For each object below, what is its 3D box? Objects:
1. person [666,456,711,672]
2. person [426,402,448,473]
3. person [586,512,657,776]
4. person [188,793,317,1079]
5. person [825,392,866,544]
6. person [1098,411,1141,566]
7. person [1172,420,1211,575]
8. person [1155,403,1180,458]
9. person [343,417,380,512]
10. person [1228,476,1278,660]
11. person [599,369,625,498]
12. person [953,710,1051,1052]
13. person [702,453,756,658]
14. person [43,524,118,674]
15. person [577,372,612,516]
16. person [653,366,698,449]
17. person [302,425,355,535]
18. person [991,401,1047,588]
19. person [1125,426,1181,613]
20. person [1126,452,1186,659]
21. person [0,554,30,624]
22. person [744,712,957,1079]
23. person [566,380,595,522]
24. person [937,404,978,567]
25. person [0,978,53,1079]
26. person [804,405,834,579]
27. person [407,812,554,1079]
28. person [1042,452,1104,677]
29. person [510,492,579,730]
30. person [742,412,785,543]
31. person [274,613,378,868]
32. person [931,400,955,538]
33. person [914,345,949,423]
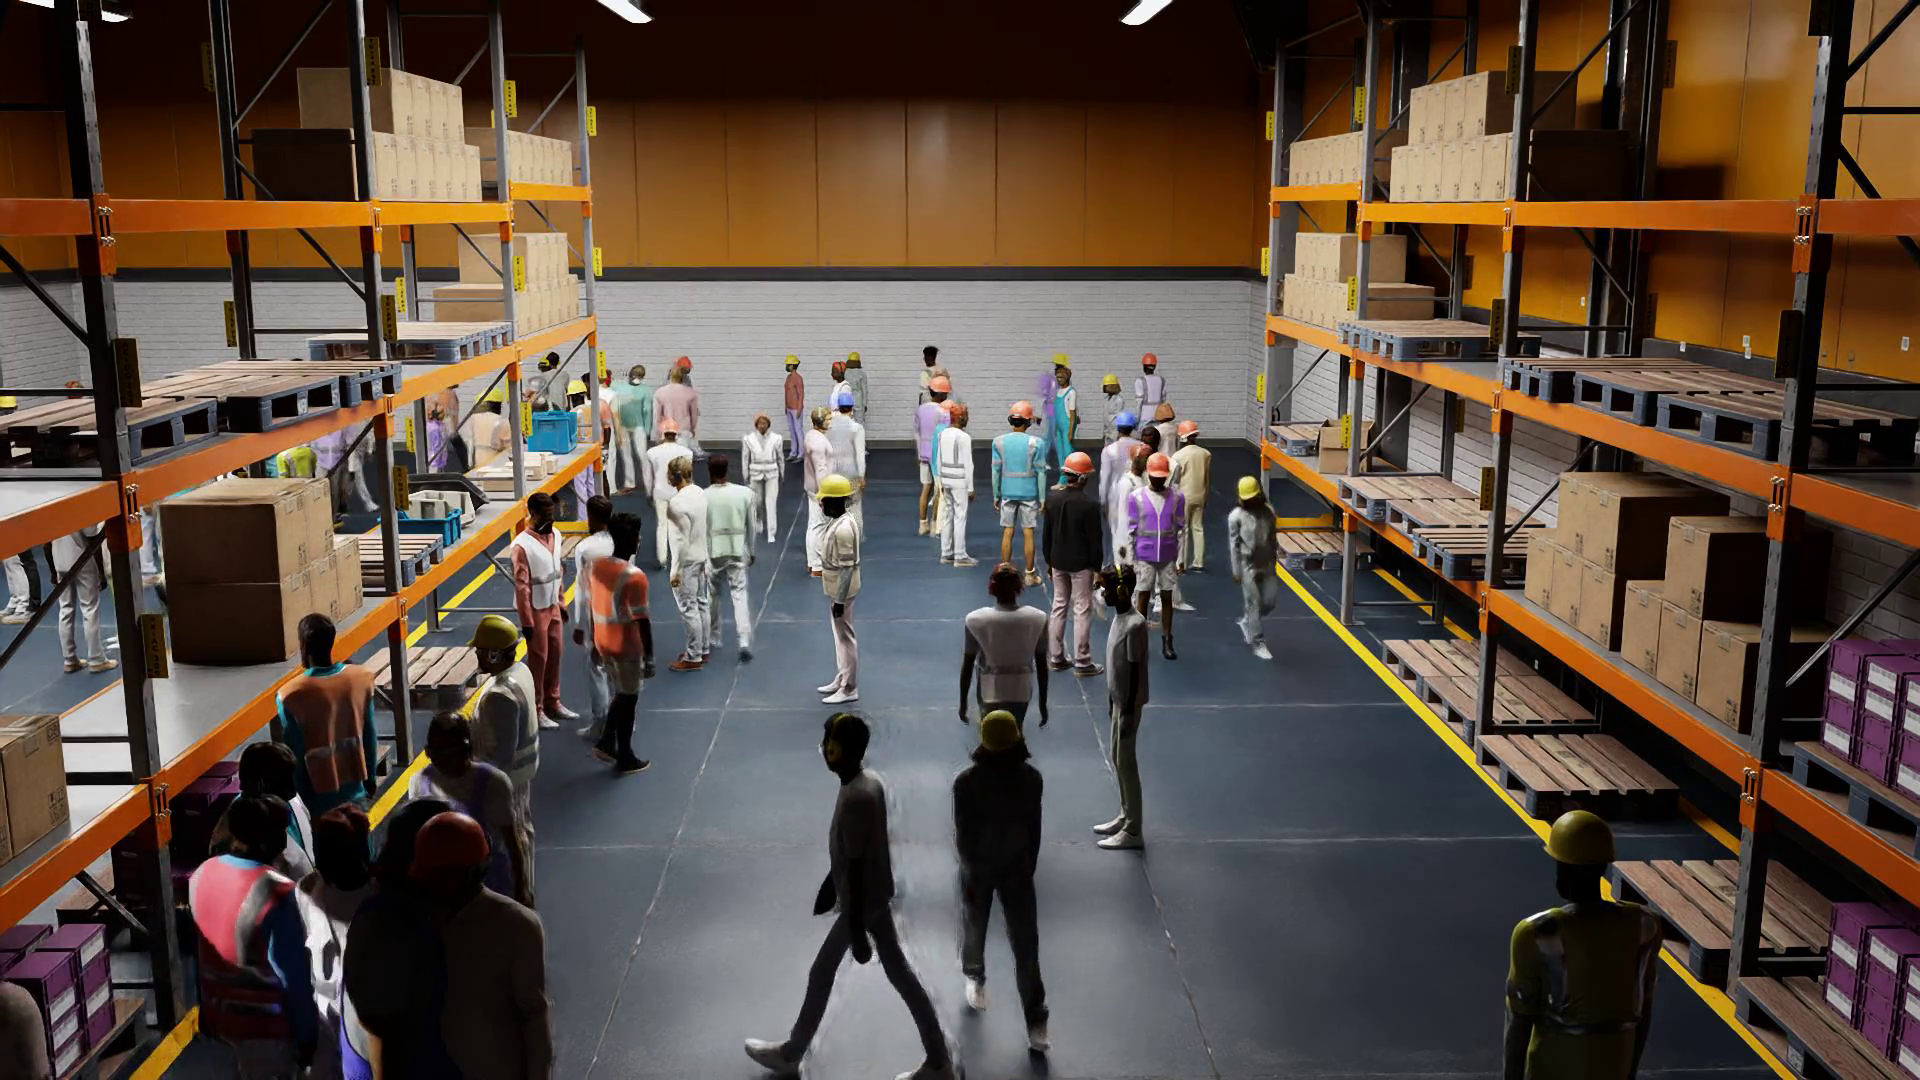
[{"bbox_3d":[-2.431,0.210,14.840,0.355,1.936,0.635,2,11,10],"label":"person"},{"bbox_3d":[-6.769,-0.968,21.525,0.317,1.631,0.524,-5,12,-22],"label":"person"},{"bbox_3d":[-2.431,0.756,12.058,0.643,1.950,0.419,11,16,43],"label":"person"},{"bbox_3d":[-2.874,1.919,6.626,0.670,1.809,0.799,8,14,35],"label":"person"},{"bbox_3d":[-1.455,-0.823,20.149,0.652,1.900,0.947,5,12,24],"label":"person"},{"bbox_3d":[1.795,-0.447,18.166,0.629,1.921,0.457,-4,12,-19],"label":"person"},{"bbox_3d":[2.565,-0.482,18.800,0.567,1.744,0.352,-7,14,-33],"label":"person"},{"bbox_3d":[2.651,-0.958,21.487,0.504,1.626,0.280,-10,15,-41],"label":"person"},{"bbox_3d":[-8.275,-1.232,22.746,0.930,1.669,0.483,8,14,36],"label":"person"},{"bbox_3d":[2.673,0.234,15.274,0.516,1.705,0.446,-4,12,-21],"label":"person"},{"bbox_3d":[-5.091,-1.517,23.751,0.573,1.838,0.386,7,13,31],"label":"person"},{"bbox_3d":[0.202,1.652,8.267,0.474,1.680,0.904,-2,12,-11],"label":"person"},{"bbox_3d":[-2.164,0.132,15.390,0.600,1.883,0.951,-3,12,-16],"label":"person"},{"bbox_3d":[-7.816,0.278,14.727,0.519,1.844,0.331,1,11,6],"label":"person"},{"bbox_3d":[-4.876,-1.255,22.107,0.614,1.965,0.361,9,15,40],"label":"person"},{"bbox_3d":[-4.068,-1.543,23.823,0.629,1.871,1.095,-1,11,-6],"label":"person"},{"bbox_3d":[-7.840,-0.909,20.653,0.655,1.854,0.978,-6,13,-29],"label":"person"},{"bbox_3d":[0.653,-0.496,18.111,0.615,2.043,0.373,3,12,17],"label":"person"},{"bbox_3d":[1.955,-0.217,17.029,0.595,1.917,0.373,6,13,26],"label":"person"},{"bbox_3d":[1.793,0.147,15.192,0.549,1.927,0.393,-1,11,-3],"label":"person"},{"bbox_3d":[-9.504,-0.111,16.575,0.355,1.887,0.573,-9,15,-39],"label":"person"},{"bbox_3d":[-0.486,1.695,7.758,1.054,1.802,0.498,3,12,15],"label":"person"},{"bbox_3d":[-4.888,-1.104,21.493,0.391,1.915,0.593,4,12,18],"label":"person"},{"bbox_3d":[-0.037,-0.636,19.214,0.337,1.882,0.584,-8,14,-36],"label":"person"},{"bbox_3d":[-3.249,2.025,5.477,0.714,2.000,0.536,1,11,4],"label":"person"},{"bbox_3d":[-1.565,-0.537,18.583,0.355,1.937,0.636,-2,12,-11],"label":"person"},{"bbox_3d":[-1.779,1.934,6.090,0.637,1.986,0.414,4,12,18],"label":"person"},{"bbox_3d":[1.015,0.211,14.687,0.624,1.992,0.390,10,15,41],"label":"person"},{"bbox_3d":[-3.334,0.554,13.199,0.396,1.908,0.599,3,12,16],"label":"person"},{"bbox_3d":[-2.452,-0.805,20.761,0.523,1.616,0.719,-1,11,-6],"label":"person"},{"bbox_3d":[-3.468,1.345,9.201,0.374,1.917,0.597,8,14,33],"label":"person"},{"bbox_3d":[-0.180,-0.891,20.862,0.354,1.737,0.576,-2,12,-12],"label":"person"},{"bbox_3d":[-0.459,-2.120,26.482,0.423,1.962,0.656,9,14,38],"label":"person"}]
